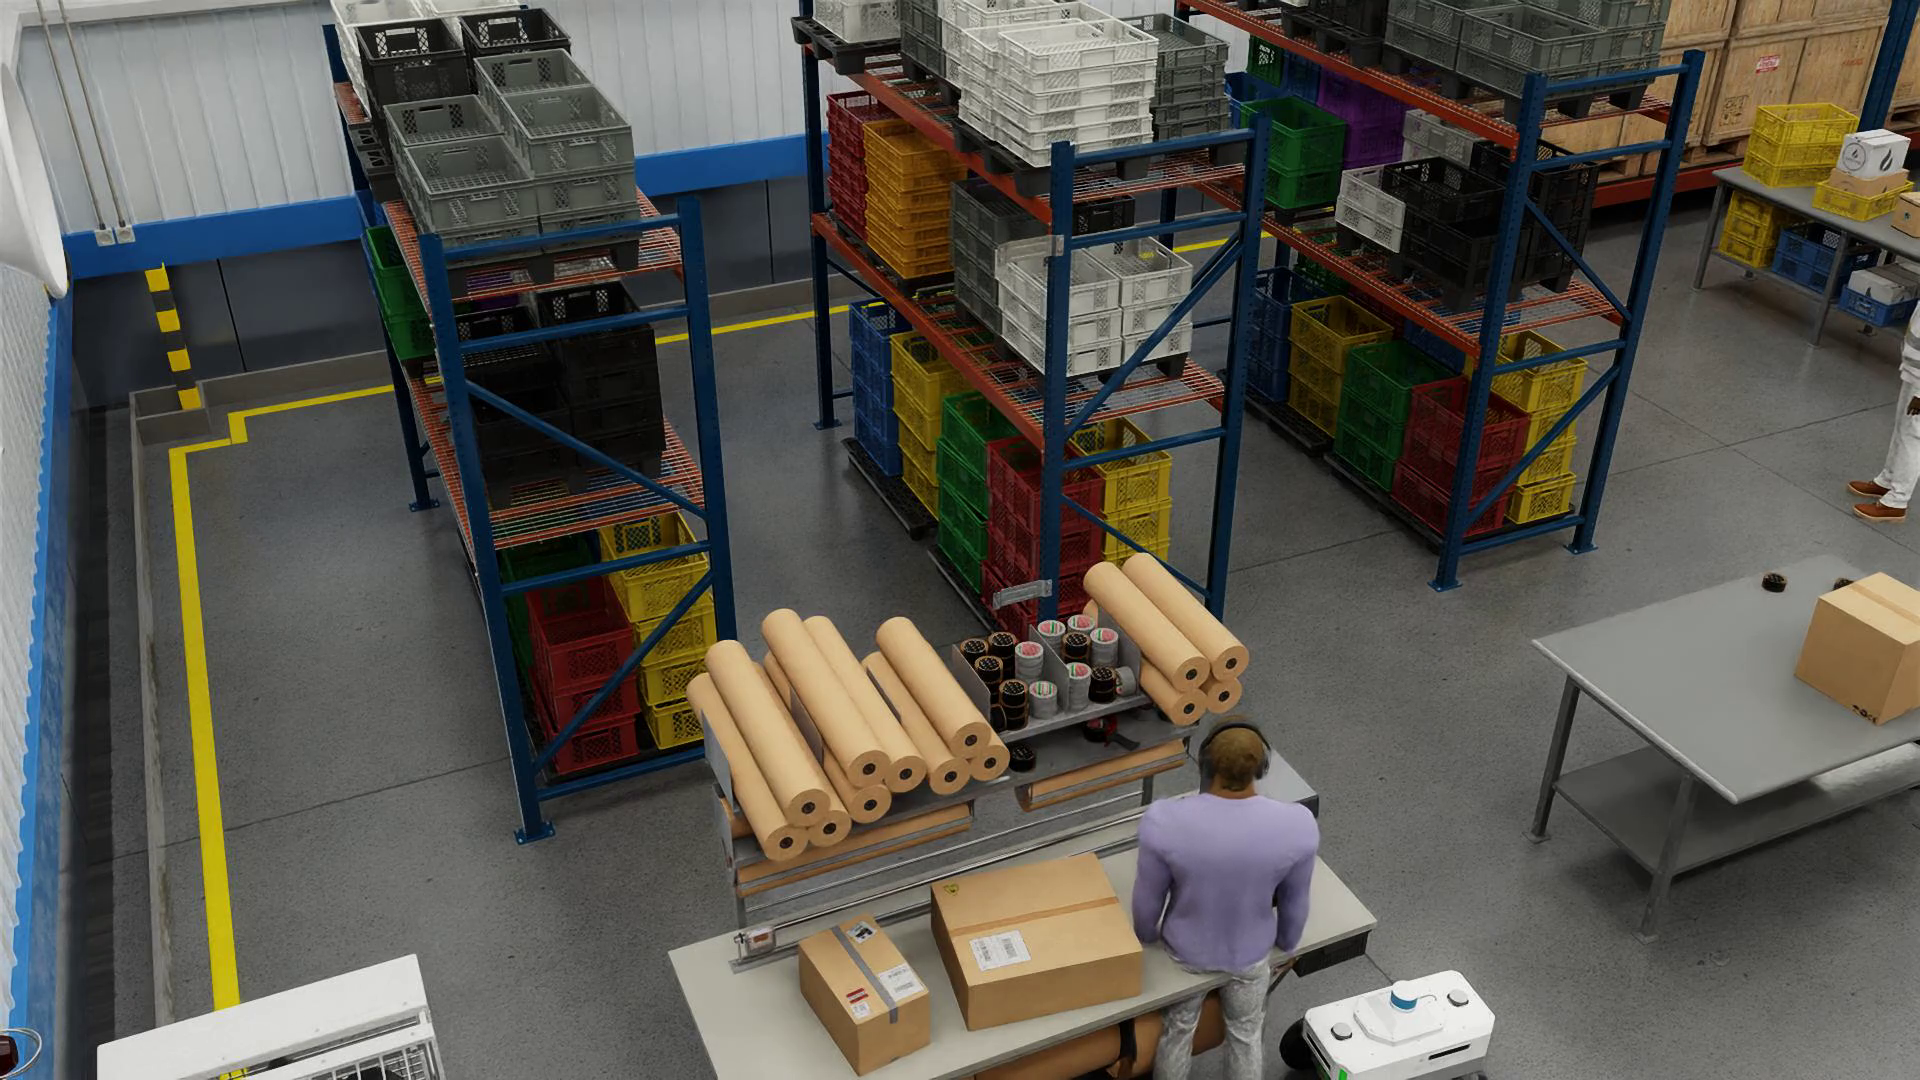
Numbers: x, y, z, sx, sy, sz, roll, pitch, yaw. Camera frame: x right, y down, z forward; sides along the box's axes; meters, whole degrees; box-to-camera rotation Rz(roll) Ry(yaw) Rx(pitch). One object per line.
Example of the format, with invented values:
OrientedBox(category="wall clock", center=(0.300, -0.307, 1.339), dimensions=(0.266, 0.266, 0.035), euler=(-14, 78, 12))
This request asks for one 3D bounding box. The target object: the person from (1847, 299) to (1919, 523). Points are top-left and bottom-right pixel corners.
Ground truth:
OrientedBox(category="person", center=(5.811, -0.995, 10.035), dimensions=(0.354, 1.883, 0.576), euler=(11, 33, 18))

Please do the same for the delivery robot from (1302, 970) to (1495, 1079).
OrientedBox(category="delivery robot", center=(1.702, 1.921, 6.470), dimensions=(0.707, 0.478, 0.477), euler=(-10, 33, -16))

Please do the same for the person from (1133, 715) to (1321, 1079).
OrientedBox(category="person", center=(0.933, 1.450, 6.022), dimensions=(0.629, 1.932, 0.369), euler=(2, 32, 3))
